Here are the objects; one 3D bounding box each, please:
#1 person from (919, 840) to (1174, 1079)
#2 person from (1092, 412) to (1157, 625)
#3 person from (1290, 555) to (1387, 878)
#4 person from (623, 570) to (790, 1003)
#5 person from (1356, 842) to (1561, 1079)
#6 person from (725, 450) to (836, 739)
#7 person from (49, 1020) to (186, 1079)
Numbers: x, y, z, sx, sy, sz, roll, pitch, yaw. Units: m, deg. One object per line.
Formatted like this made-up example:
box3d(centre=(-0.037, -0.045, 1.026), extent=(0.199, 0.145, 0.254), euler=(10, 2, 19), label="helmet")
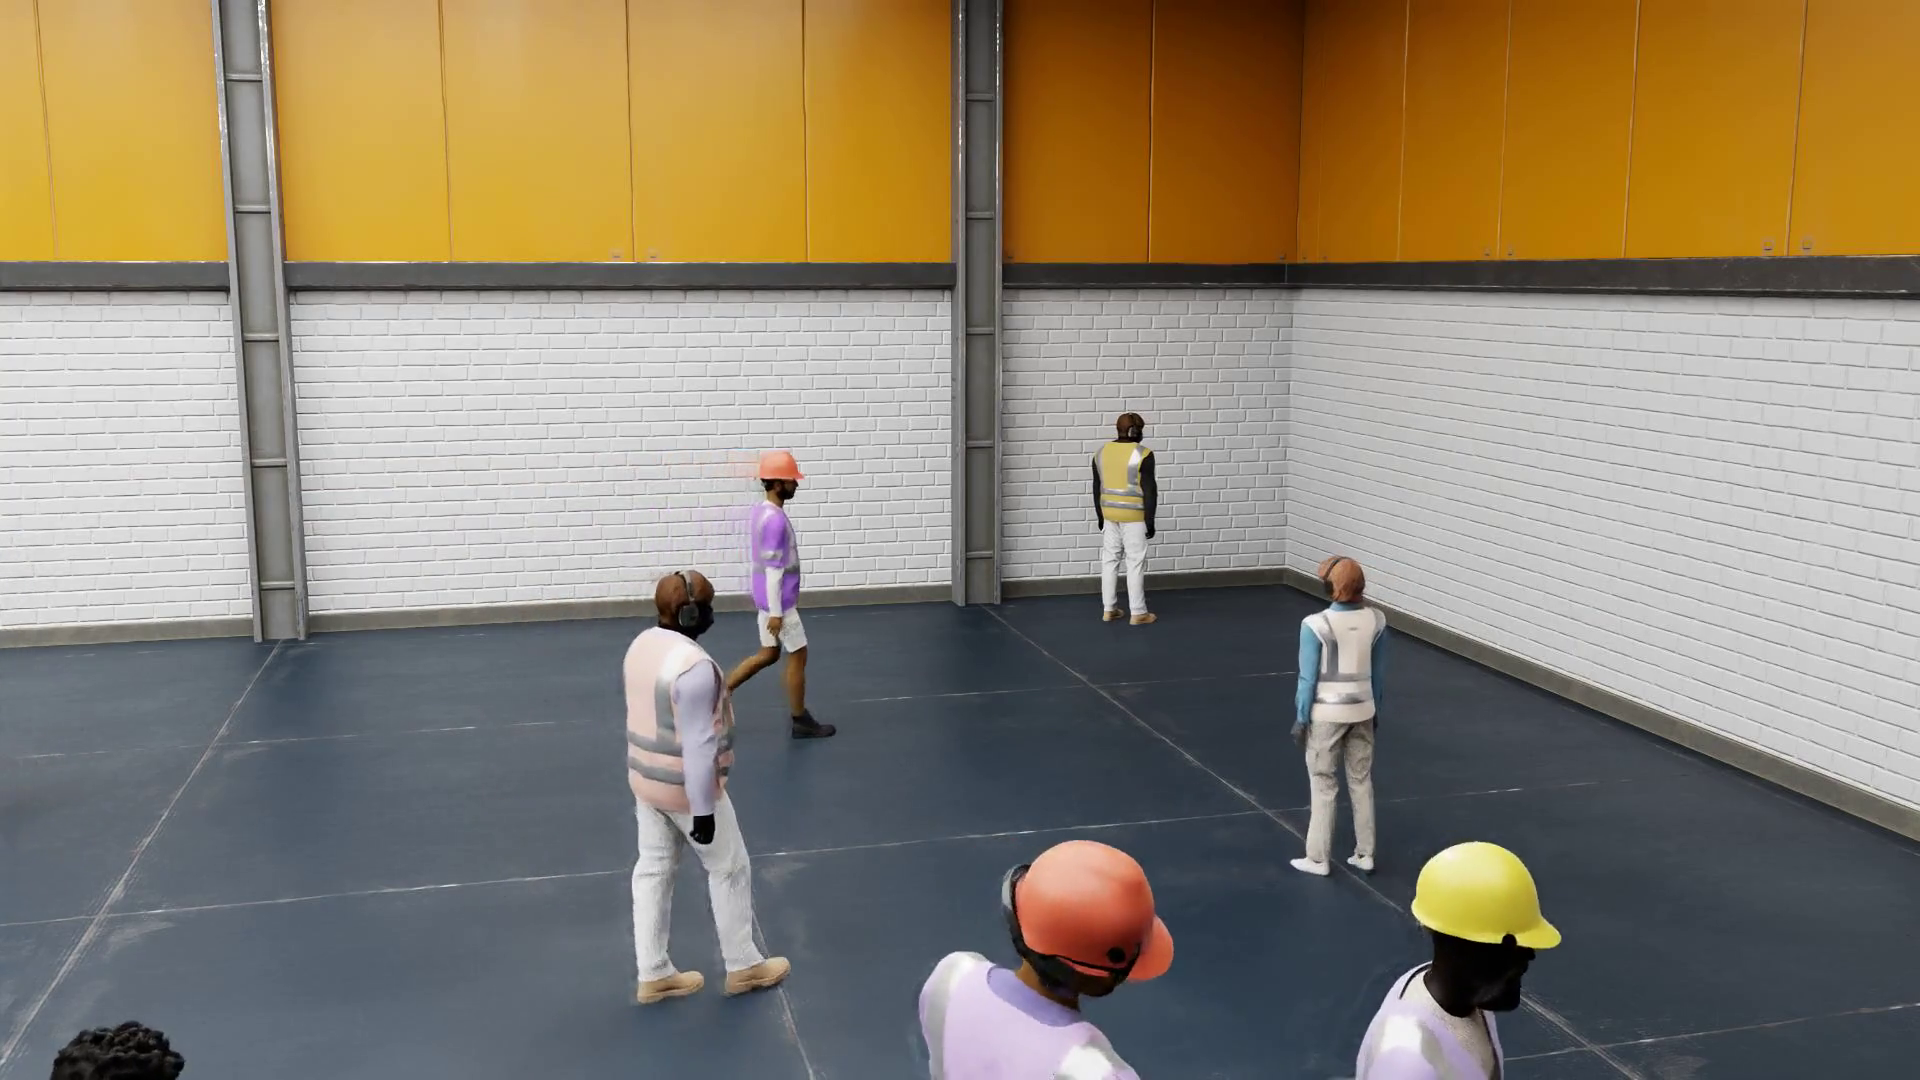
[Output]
box3d(centre=(0.136, 1.520, 3.375), extent=(0.630, 1.969, 0.865), euler=(8, 12, 40), label="person")
box3d(centre=(1.449, -0.188, 14.452), extent=(0.624, 1.838, 0.430), euler=(8, 12, 40), label="person")
box3d(centre=(1.907, 0.888, 8.354), extent=(0.518, 1.641, 0.307), euler=(-4, 10, -25), label="person")
box3d(centre=(-1.049, 1.017, 6.972), extent=(0.756, 1.819, 0.654), euler=(-7, 11, -37), label="person")
box3d(centre=(1.021, 1.539, 3.592), extent=(1.043, 1.869, 0.604), euler=(4, 10, 24), label="person")
box3d(centre=(-1.264, 0.369, 10.754), extent=(0.831, 1.915, 0.548), euler=(-2, 9, -14), label="person")
box3d(centre=(-1.534, 1.698, 3.104), extent=(0.319, 1.698, 0.538), euler=(6, 11, 31), label="person")
